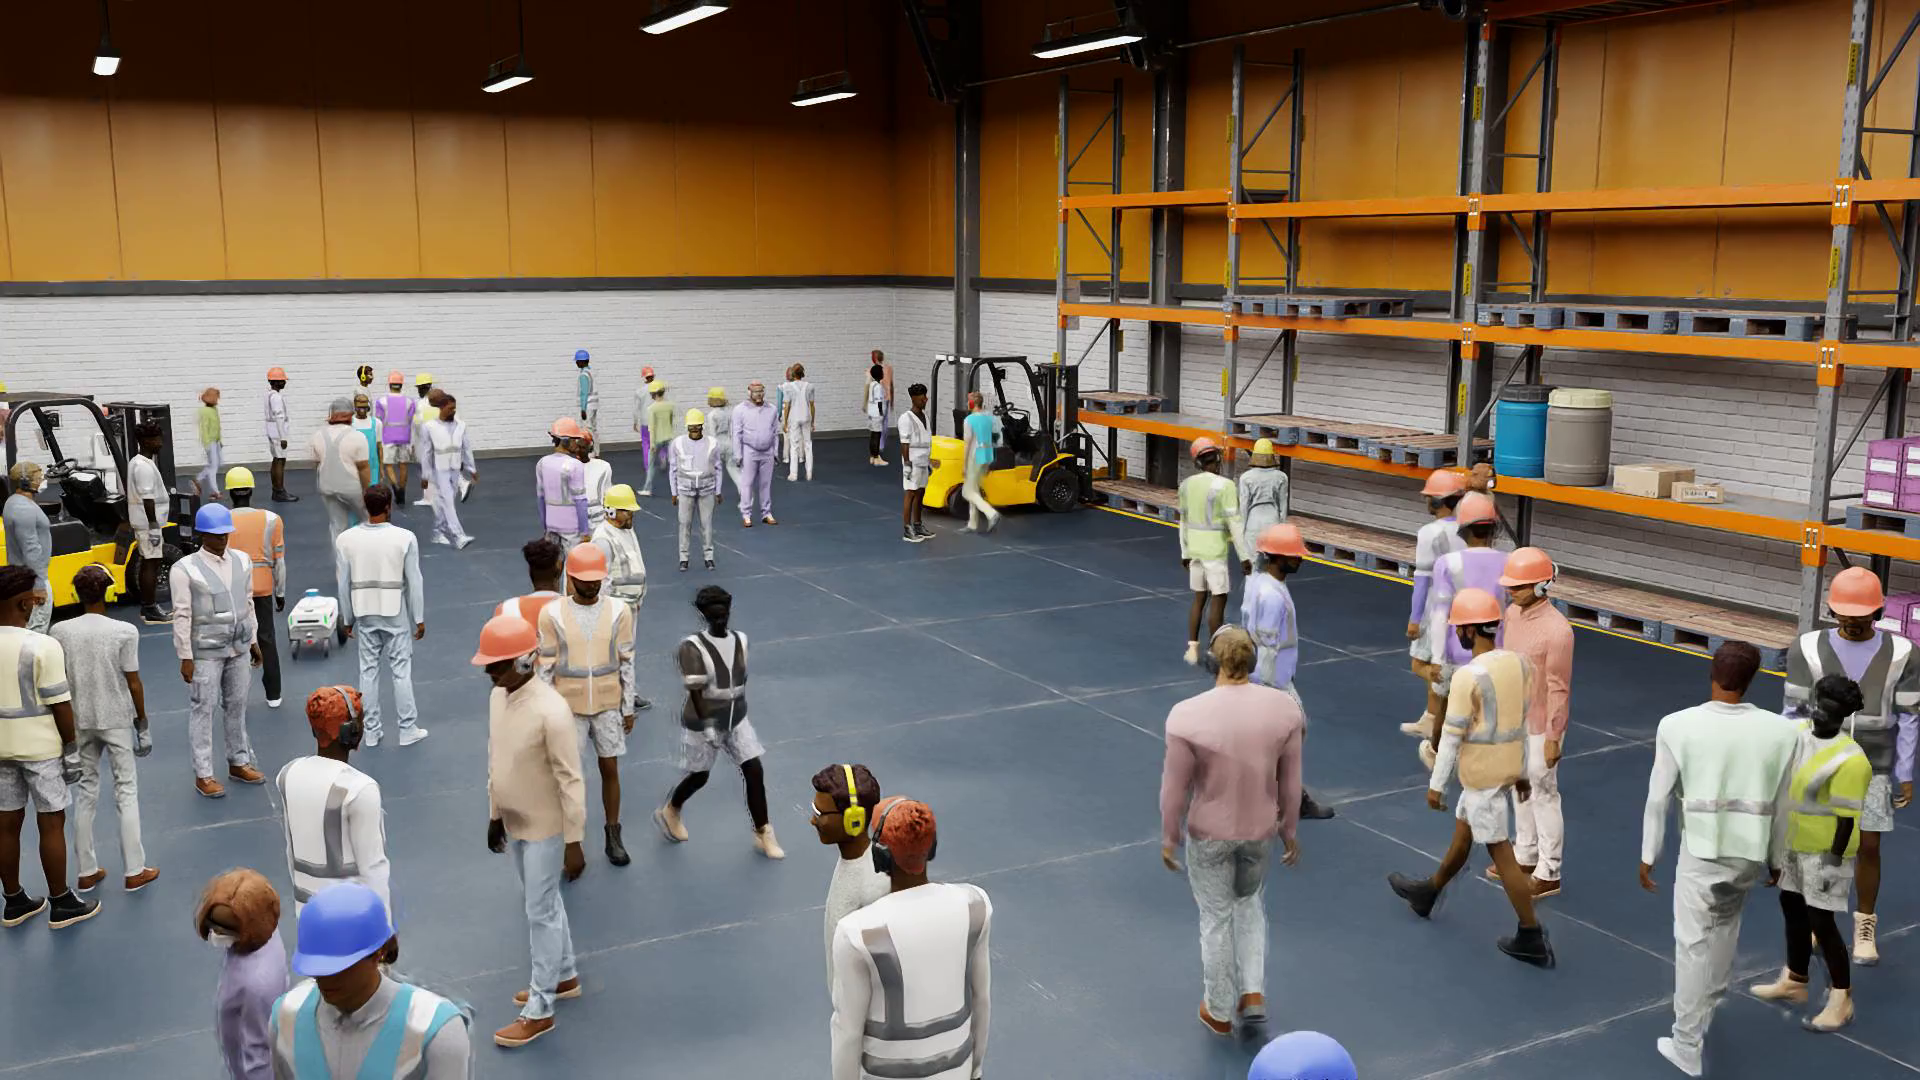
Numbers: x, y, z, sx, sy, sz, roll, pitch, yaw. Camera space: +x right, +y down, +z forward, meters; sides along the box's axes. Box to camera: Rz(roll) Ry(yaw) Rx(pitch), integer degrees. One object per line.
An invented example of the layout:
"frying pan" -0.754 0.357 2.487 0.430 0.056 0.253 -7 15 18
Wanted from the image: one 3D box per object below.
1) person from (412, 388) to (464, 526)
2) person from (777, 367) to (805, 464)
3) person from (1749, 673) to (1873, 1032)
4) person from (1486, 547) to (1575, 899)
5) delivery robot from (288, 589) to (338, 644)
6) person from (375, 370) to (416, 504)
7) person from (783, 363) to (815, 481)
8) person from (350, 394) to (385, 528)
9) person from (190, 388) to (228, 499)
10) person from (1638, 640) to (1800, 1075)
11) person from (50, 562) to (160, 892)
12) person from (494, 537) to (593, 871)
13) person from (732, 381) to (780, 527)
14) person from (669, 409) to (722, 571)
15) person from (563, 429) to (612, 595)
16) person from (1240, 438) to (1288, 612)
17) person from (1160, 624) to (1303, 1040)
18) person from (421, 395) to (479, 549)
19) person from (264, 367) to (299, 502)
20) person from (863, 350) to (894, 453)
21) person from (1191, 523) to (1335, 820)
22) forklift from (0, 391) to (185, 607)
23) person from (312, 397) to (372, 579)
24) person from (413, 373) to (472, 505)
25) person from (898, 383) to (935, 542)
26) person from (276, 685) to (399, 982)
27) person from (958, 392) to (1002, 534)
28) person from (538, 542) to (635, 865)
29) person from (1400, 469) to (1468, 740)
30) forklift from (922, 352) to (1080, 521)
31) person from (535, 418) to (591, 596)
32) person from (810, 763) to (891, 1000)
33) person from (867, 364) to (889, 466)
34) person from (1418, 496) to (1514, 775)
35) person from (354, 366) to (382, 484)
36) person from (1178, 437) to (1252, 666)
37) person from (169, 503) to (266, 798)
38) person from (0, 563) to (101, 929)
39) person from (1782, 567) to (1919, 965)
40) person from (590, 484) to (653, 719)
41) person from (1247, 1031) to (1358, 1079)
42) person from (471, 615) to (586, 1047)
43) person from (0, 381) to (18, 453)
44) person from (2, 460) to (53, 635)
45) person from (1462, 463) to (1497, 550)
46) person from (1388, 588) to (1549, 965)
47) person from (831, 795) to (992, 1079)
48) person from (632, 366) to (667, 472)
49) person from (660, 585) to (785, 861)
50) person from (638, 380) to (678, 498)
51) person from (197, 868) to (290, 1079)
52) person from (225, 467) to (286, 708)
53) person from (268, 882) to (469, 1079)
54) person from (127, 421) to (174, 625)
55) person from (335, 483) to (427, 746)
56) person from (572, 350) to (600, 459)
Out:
"person" -6.759 -1.051 21.575 0.631 1.823 0.682 -1 10 -7
"person" -2.832 -2.107 28.145 0.523 1.639 0.306 -2 10 -9
"person" 3.999 1.422 7.741 0.354 1.679 0.568 0 10 -2
"person" 3.153 1.010 9.254 0.434 1.977 0.601 -2 10 -9
"delivery robot" -5.800 0.685 14.924 0.477 0.478 0.707 -2 10 -13
"person" -7.933 -1.426 23.427 0.568 1.919 0.665 -5 11 -27
"person" -2.517 -1.840 26.019 0.504 1.847 0.345 -4 10 -20
"person" -7.361 -0.886 20.537 0.507 1.843 0.346 -5 11 -27
"person" -10.941 -1.404 24.159 0.479 1.619 0.556 -1 10 -6
"person" 3.356 1.378 7.412 0.646 1.874 0.727 1 10 8
"person" -4.812 1.052 9.345 0.504 1.859 0.342 0 10 0
"person" -2.387 0.958 9.764 0.609 1.911 0.966 -4 11 -23
"person" -2.646 -1.129 21.751 0.651 1.907 0.409 -6 12 -32
"person" -2.965 -0.564 18.706 0.588 1.834 0.403 -2 10 -13
"person" -3.641 -0.137 16.108 0.575 1.883 0.362 -4 11 -22
"person" 3.006 -0.141 16.529 0.486 1.744 0.296 0 10 -2
"person" 1.212 1.323 7.562 0.652 1.928 0.434 -2 10 -12
"person" -6.168 -0.827 20.170 1.016 1.864 0.607 7 12 35
"person" -9.761 -1.514 23.872 0.356 1.936 0.551 -7 12 -34
"person" -1.446 -2.480 29.737 0.570 1.841 0.443 -7 12 -36
"person" 1.921 0.826 10.515 0.861 1.909 0.544 1 10 3
"forklift" -9.026 -0.363 16.508 1.214 2.155 2.313 6 11 29
"person" -6.713 -0.586 18.239 0.684 2.000 0.539 2 10 13
"person" -7.354 -1.411 23.445 0.752 1.896 0.590 1 10 8
"person" -0.530 -0.969 20.656 0.361 1.965 0.613 5 11 27
"person" -2.478 1.504 6.686 0.579 1.879 0.352 7 12 35
"person" 0.267 -0.960 21.027 0.572 1.820 0.582 6 12 31
"person" -2.155 0.959 9.667 0.552 1.926 0.407 -4 11 -21
"person" 3.518 0.509 11.985 0.621 2.025 0.686 -9 13 -41
"forklift" 0.460 -1.461 22.833 2.313 2.155 1.214 -5 11 -28
"person" -3.690 -0.130 15.621 0.606 2.039 0.395 7 12 36
"person" -0.356 1.673 5.753 0.335 1.865 0.501 -3 10 -15
"person" -1.382 -2.096 27.910 0.318 1.700 0.535 -3 10 -17
"person" 3.377 0.699 11.003 0.633 1.985 1.046 -1 10 -4
"person" -9.013 -1.713 25.249 0.312 1.860 0.512 -2 10 -10
"person" 2.165 0.131 14.289 0.351 1.996 0.759 -5 11 -28
"person" -4.899 0.714 11.020 0.404 1.945 0.615 5 11 28
"person" -4.936 1.090 8.801 0.606 1.967 0.367 2 10 9
"person" 4.485 1.129 8.419 0.623 2.028 0.410 5 11 26
"person" -2.617 0.470 12.812 0.403 1.817 0.601 2 10 9
"person" 0.644 2.012 3.725 0.891 1.927 0.614 -3 10 -16
"person" -1.970 1.289 7.644 0.439 1.990 0.637 -9 14 -43
"person" -13.570 -1.371 23.546 0.533 1.767 0.326 2 10 14
"person" -7.400 0.325 13.286 0.372 1.940 0.627 -7 12 -35
"person" 4.829 0.087 15.530 0.503 1.632 0.274 -9 14 -43
"person" 2.651 1.176 8.571 0.560 1.867 1.033 -8 13 -40
"person" -0.150 1.739 5.342 0.574 1.876 0.355 -7 12 -33
"person" -5.015 -1.954 26.982 0.582 1.733 0.521 -6 12 -31
"person" -1.448 1.061 9.907 0.520 1.639 0.830 -10 14 -44
"person" -4.330 -1.461 24.190 0.894 1.725 0.534 9 13 40
"person" -2.308 1.835 5.539 0.340 1.616 0.599 -4 11 -22
"person" -5.580 0.385 13.015 0.581 1.919 0.393 -7 12 -33
"person" -1.616 1.859 4.490 0.614 1.914 0.798 1 10 6
"person" -7.818 -0.171 16.065 0.366 1.962 0.614 -6 12 -31
"person" -4.189 0.548 12.058 0.591 1.918 0.383 0 10 0
"person" -6.306 -2.243 28.084 0.415 1.939 0.615 1 10 3
